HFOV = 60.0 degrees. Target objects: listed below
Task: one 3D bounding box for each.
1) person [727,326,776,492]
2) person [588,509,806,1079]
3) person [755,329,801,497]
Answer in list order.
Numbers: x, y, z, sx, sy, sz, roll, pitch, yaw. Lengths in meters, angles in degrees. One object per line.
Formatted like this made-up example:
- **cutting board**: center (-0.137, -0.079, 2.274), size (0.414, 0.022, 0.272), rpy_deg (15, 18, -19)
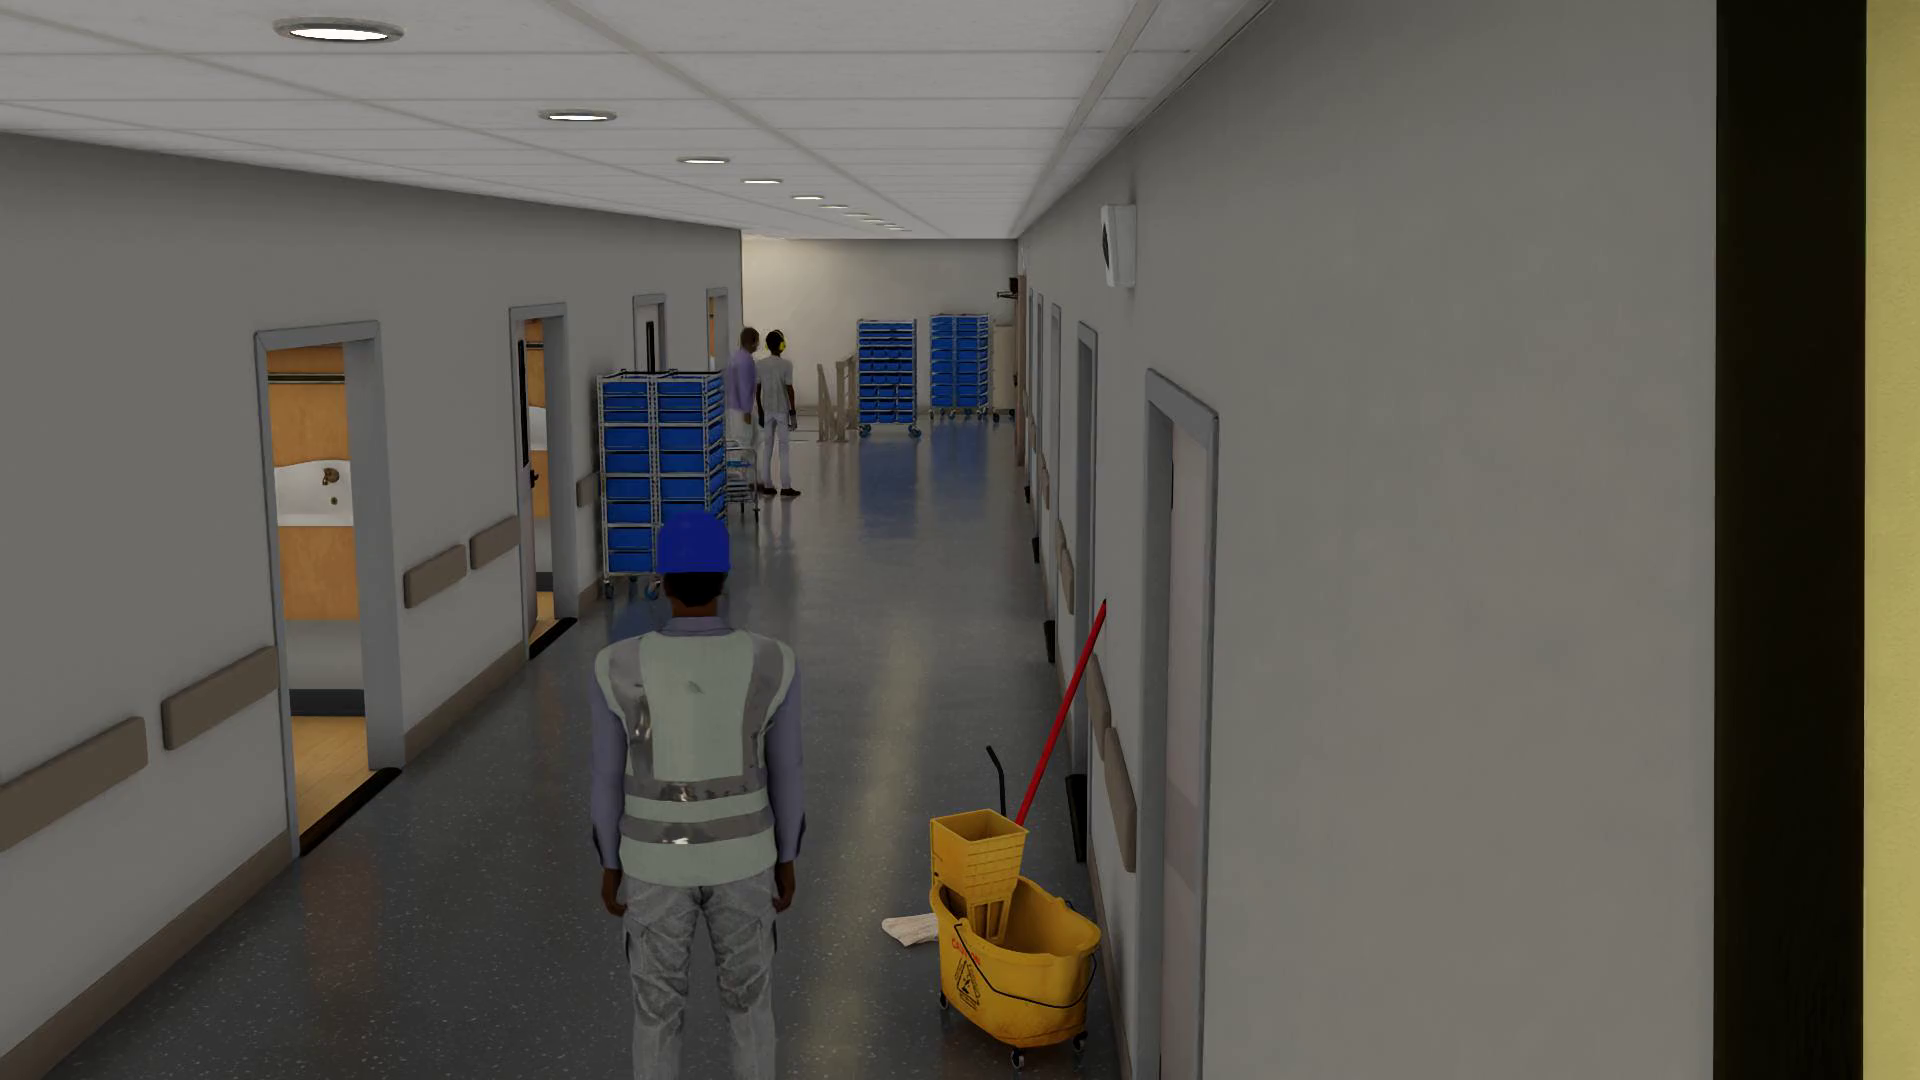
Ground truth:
- **person**: center (-2.536, -1.481, 18.970), size (0.770, 1.897, 0.688), rpy_deg (0, 9, -2)
- **person**: center (-0.740, 0.880, 4.711), size (0.599, 1.939, 0.414), rpy_deg (-2, 10, -11)
- **person**: center (-2.049, -1.418, 18.656), size (0.518, 1.876, 0.326), rpy_deg (4, 10, 25)
